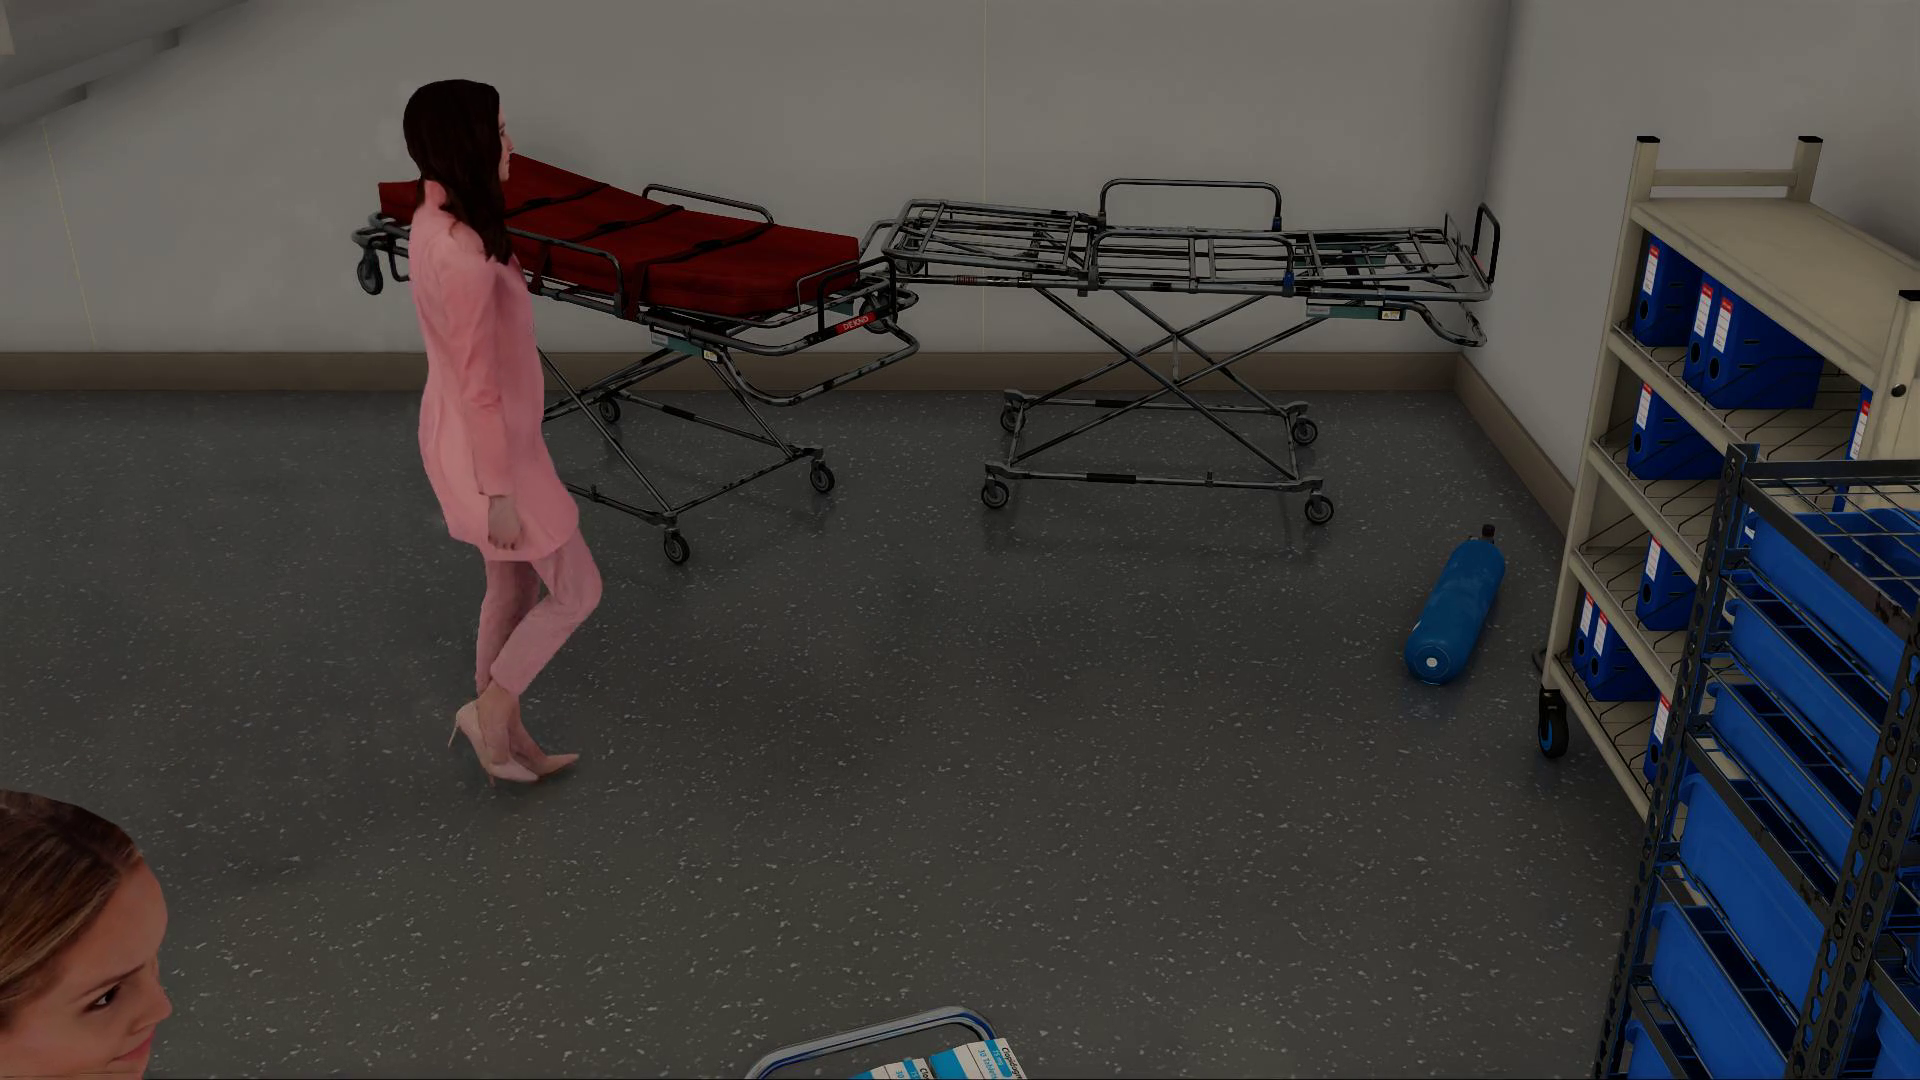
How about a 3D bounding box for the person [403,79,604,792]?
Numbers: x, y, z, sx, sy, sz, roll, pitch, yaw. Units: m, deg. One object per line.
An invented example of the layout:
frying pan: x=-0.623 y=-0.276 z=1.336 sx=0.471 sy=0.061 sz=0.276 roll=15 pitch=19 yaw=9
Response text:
person: x=-1.186 y=-0.154 z=3.933 sx=0.762 sy=1.788 sz=0.738 roll=-10 pitch=28 yaw=-20
